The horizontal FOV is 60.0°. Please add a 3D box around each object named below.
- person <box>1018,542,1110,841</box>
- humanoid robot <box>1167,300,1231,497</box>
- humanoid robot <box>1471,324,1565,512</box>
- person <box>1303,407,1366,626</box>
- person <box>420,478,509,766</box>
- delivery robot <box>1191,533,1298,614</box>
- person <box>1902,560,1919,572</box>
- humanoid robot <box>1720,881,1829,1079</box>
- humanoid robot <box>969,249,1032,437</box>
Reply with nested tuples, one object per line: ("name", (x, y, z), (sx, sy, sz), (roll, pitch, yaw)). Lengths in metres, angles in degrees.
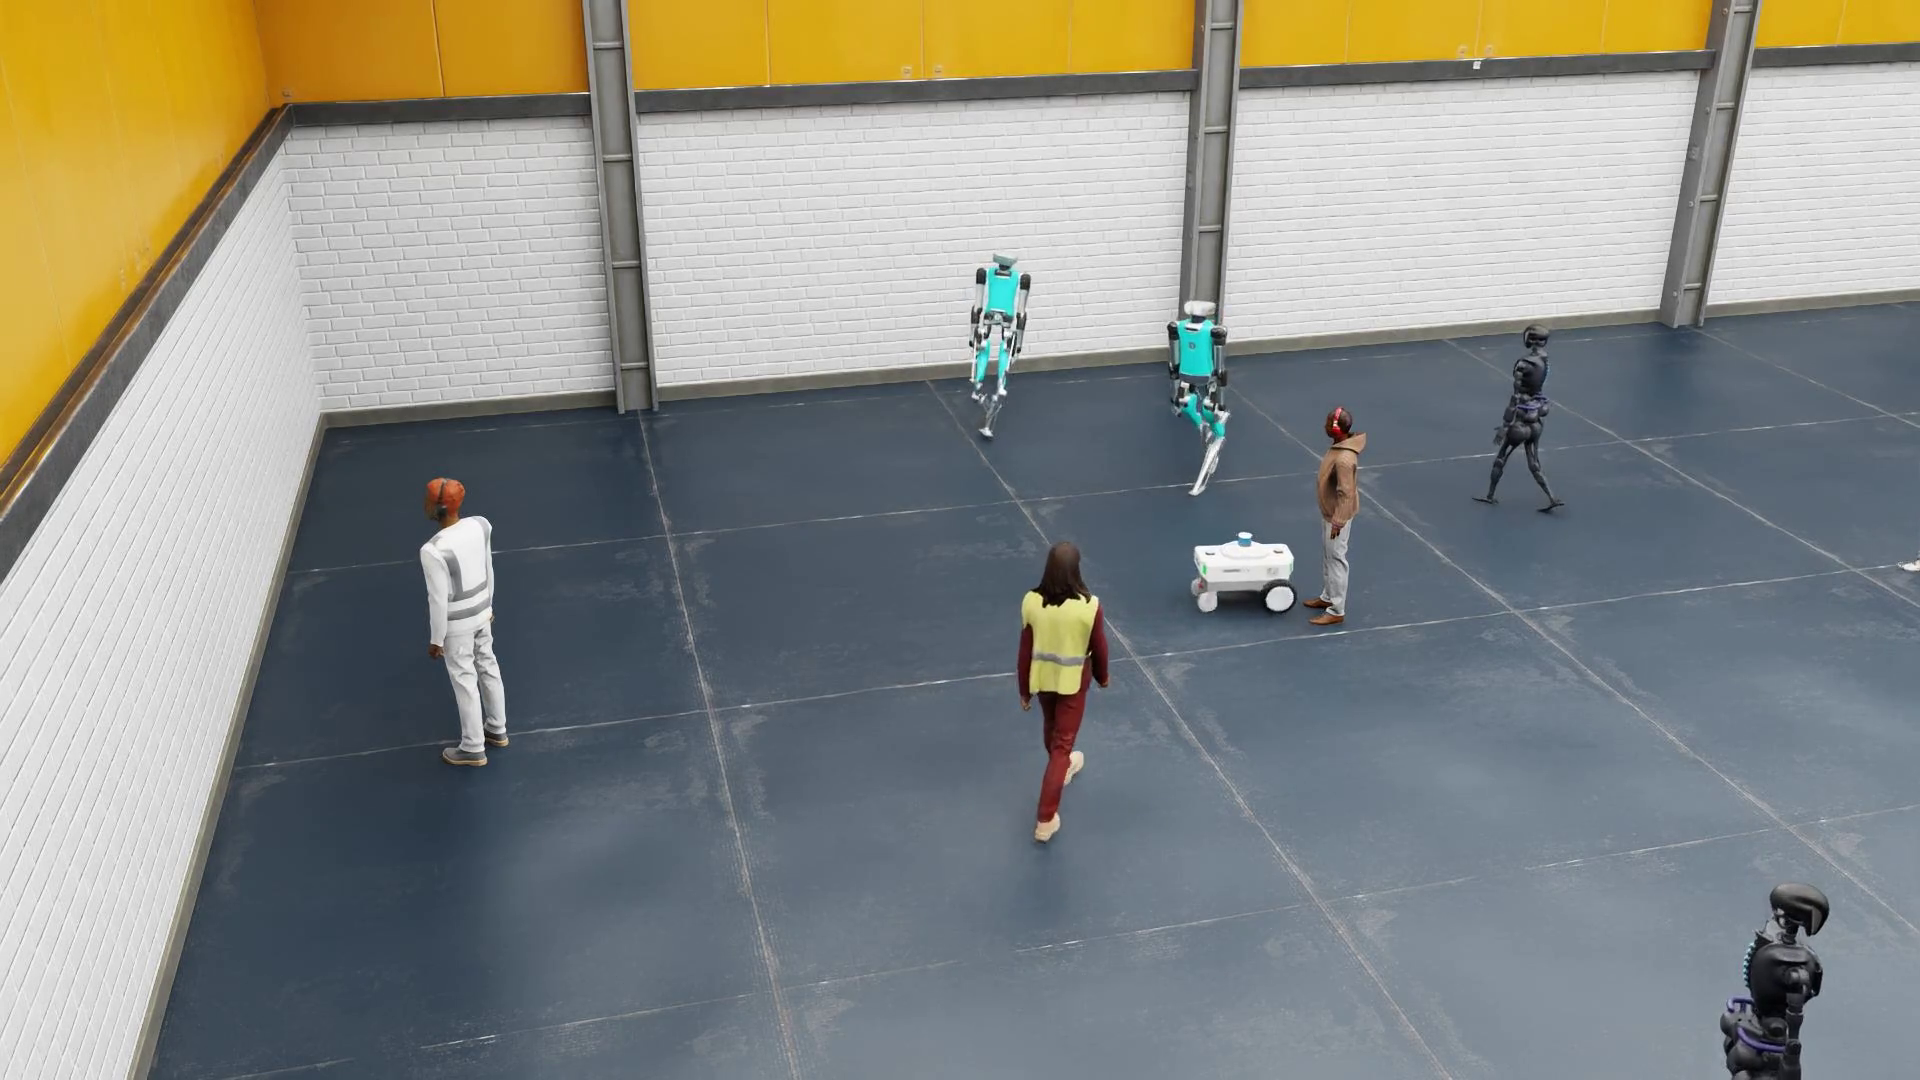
("person", (0.596, 0.830, 9.678), (0.474, 1.725, 0.920), (11, 26, 23))
("humanoid robot", (2.177, -1.267, 14.474), (0.556, 1.819, 0.893), (15, 28, 30))
("humanoid robot", (4.784, -1.018, 13.988), (0.770, 1.640, 0.588), (20, 31, 38))
("person", (2.726, -0.174, 12.034), (0.309, 1.650, 0.471), (2, 24, 4))
("person", (-3.063, 0.497, 10.229), (0.355, 1.884, 0.574), (9, 25, 19))
("delivery robot", (2.137, 0.238, 12.470), (0.797, 0.599, 0.499), (-2, 24, -4))
("person", (7.746, -0.504, 12.701), (0.688, 1.729, 0.295), (1, 24, 2))
("humanoid robot", (3.360, 2.124, 6.828), (0.750, 1.625, 0.596), (4, 24, 9))
("humanoid robot", (0.325, -1.792, 15.588), (0.582, 1.718, 0.927), (5, 24, 11))
